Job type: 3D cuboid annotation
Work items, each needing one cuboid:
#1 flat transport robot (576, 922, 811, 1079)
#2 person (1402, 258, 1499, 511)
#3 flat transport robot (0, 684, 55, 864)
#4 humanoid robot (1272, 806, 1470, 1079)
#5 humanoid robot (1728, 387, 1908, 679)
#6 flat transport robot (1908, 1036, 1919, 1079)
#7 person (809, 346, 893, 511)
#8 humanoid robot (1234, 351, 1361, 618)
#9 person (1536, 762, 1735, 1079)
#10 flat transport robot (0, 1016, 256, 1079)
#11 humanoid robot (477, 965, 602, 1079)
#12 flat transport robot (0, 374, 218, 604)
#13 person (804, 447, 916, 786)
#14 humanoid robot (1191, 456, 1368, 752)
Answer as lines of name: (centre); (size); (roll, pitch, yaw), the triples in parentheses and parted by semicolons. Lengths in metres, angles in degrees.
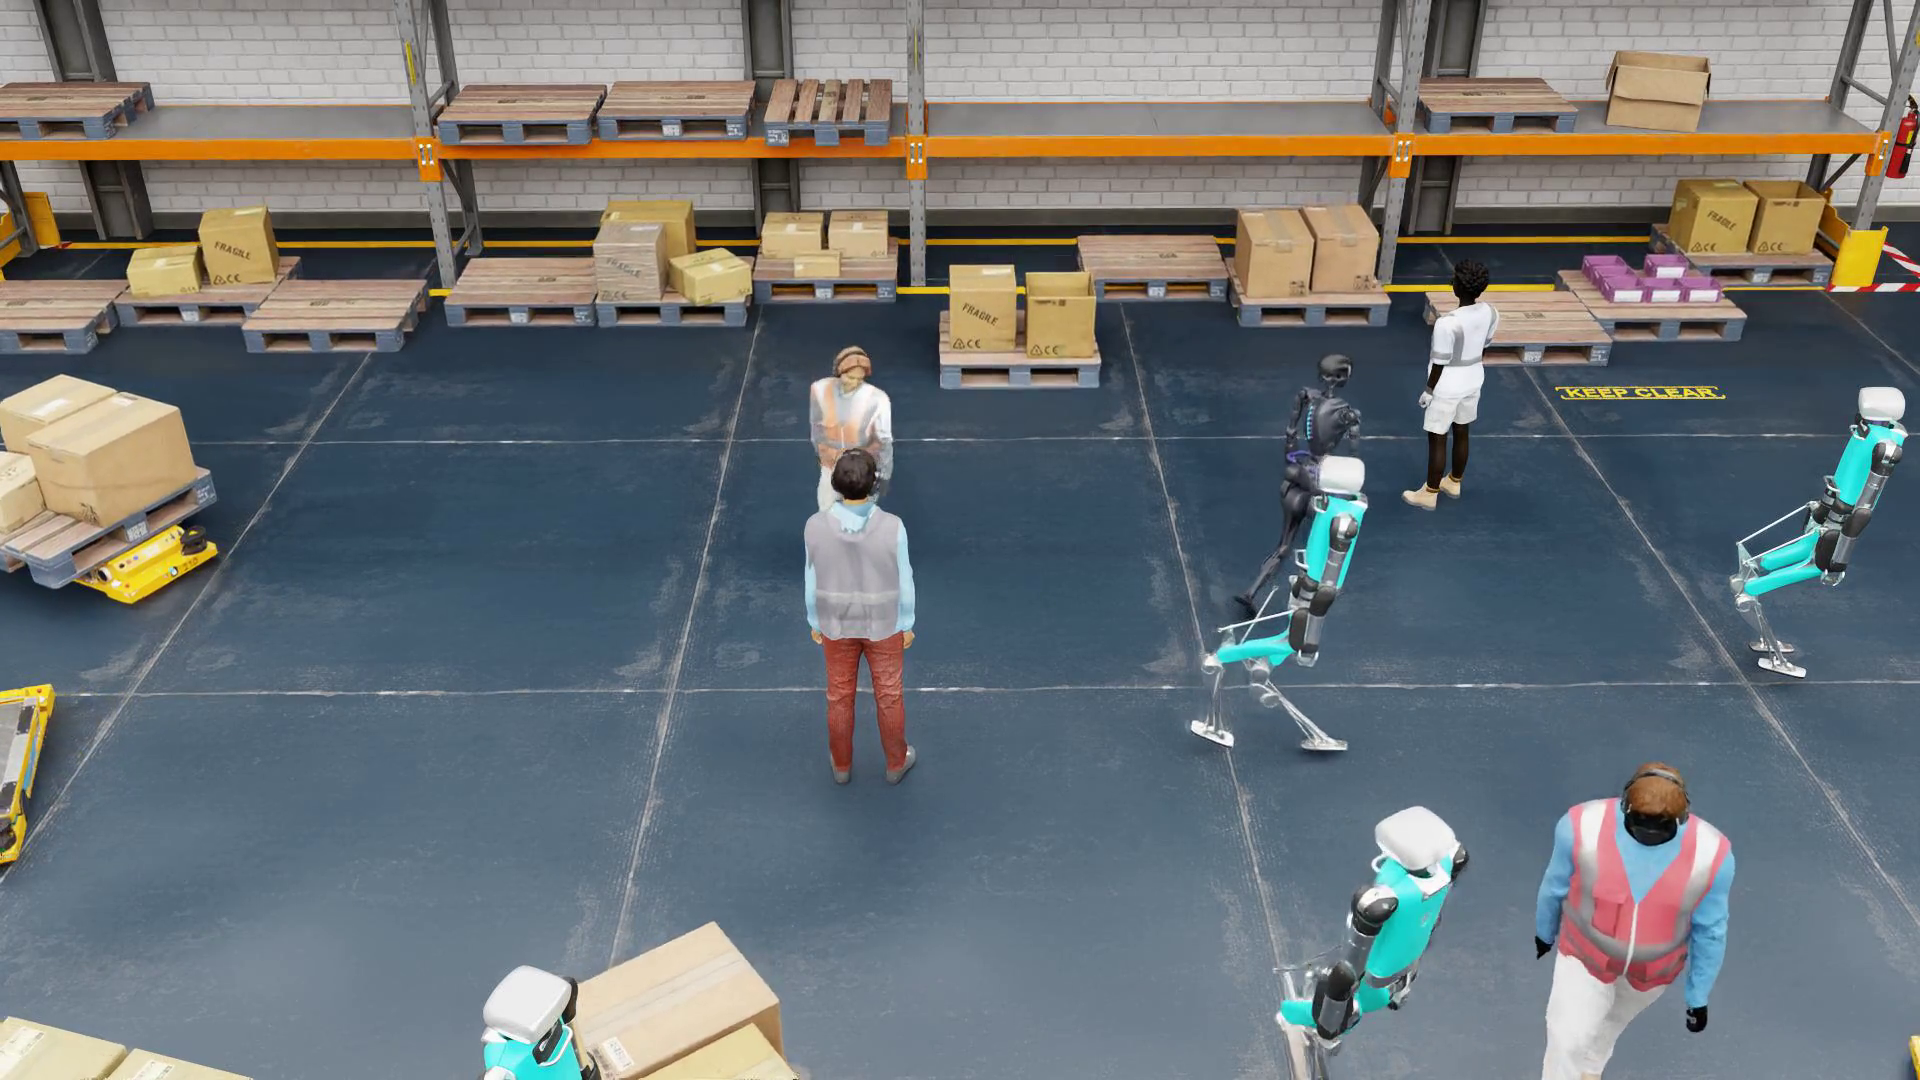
flat transport robot: (-1.063, 2.522, 6.212); (1.431, 0.231, 0.659); (-20, 36, -30)
person: (3.161, -0.992, 10.676); (0.534, 1.696, 0.318); (-21, 37, -31)
flat transport robot: (-5.059, 1.185, 8.438); (0.659, 0.231, 1.431); (-10, 32, -16)
humanoid robot: (1.411, 1.613, 6.287); (0.578, 1.768, 0.774); (-23, 38, -33)
humanoid robot: (4.505, -0.057, 8.950); (0.735, 1.677, 0.533); (7, 32, 12)
flat transport robot: (4.603, 2.321, 6.547); (1.431, 0.231, 0.659); (8, 32, 13)
person: (-0.632, -0.435, 9.823); (0.534, 1.604, 0.442); (7, 32, 11)
humanoid robot: (1.984, -0.289, 9.577); (0.744, 1.639, 0.593); (-20, 36, -30)
person: (2.469, 1.623, 6.211); (0.643, 1.800, 0.897); (9, 32, 14)
flat transport robot: (-3.058, 2.744, 5.843); (1.431, 0.231, 0.659); (8, 32, 14)
humanoid robot: (-1.093, 2.084, 5.386); (0.735, 1.677, 0.533); (7, 32, 11)
flat transport robot: (-5.427, 0.004, 10.404); (1.431, 0.231, 0.659); (15, 34, 23)
person: (-0.486, 0.416, 8.154); (0.533, 1.880, 0.412); (2, 31, 3)
humanoid robot: (1.517, 0.373, 8.396); (1.002, 1.761, 0.538); (4, 31, 7)
